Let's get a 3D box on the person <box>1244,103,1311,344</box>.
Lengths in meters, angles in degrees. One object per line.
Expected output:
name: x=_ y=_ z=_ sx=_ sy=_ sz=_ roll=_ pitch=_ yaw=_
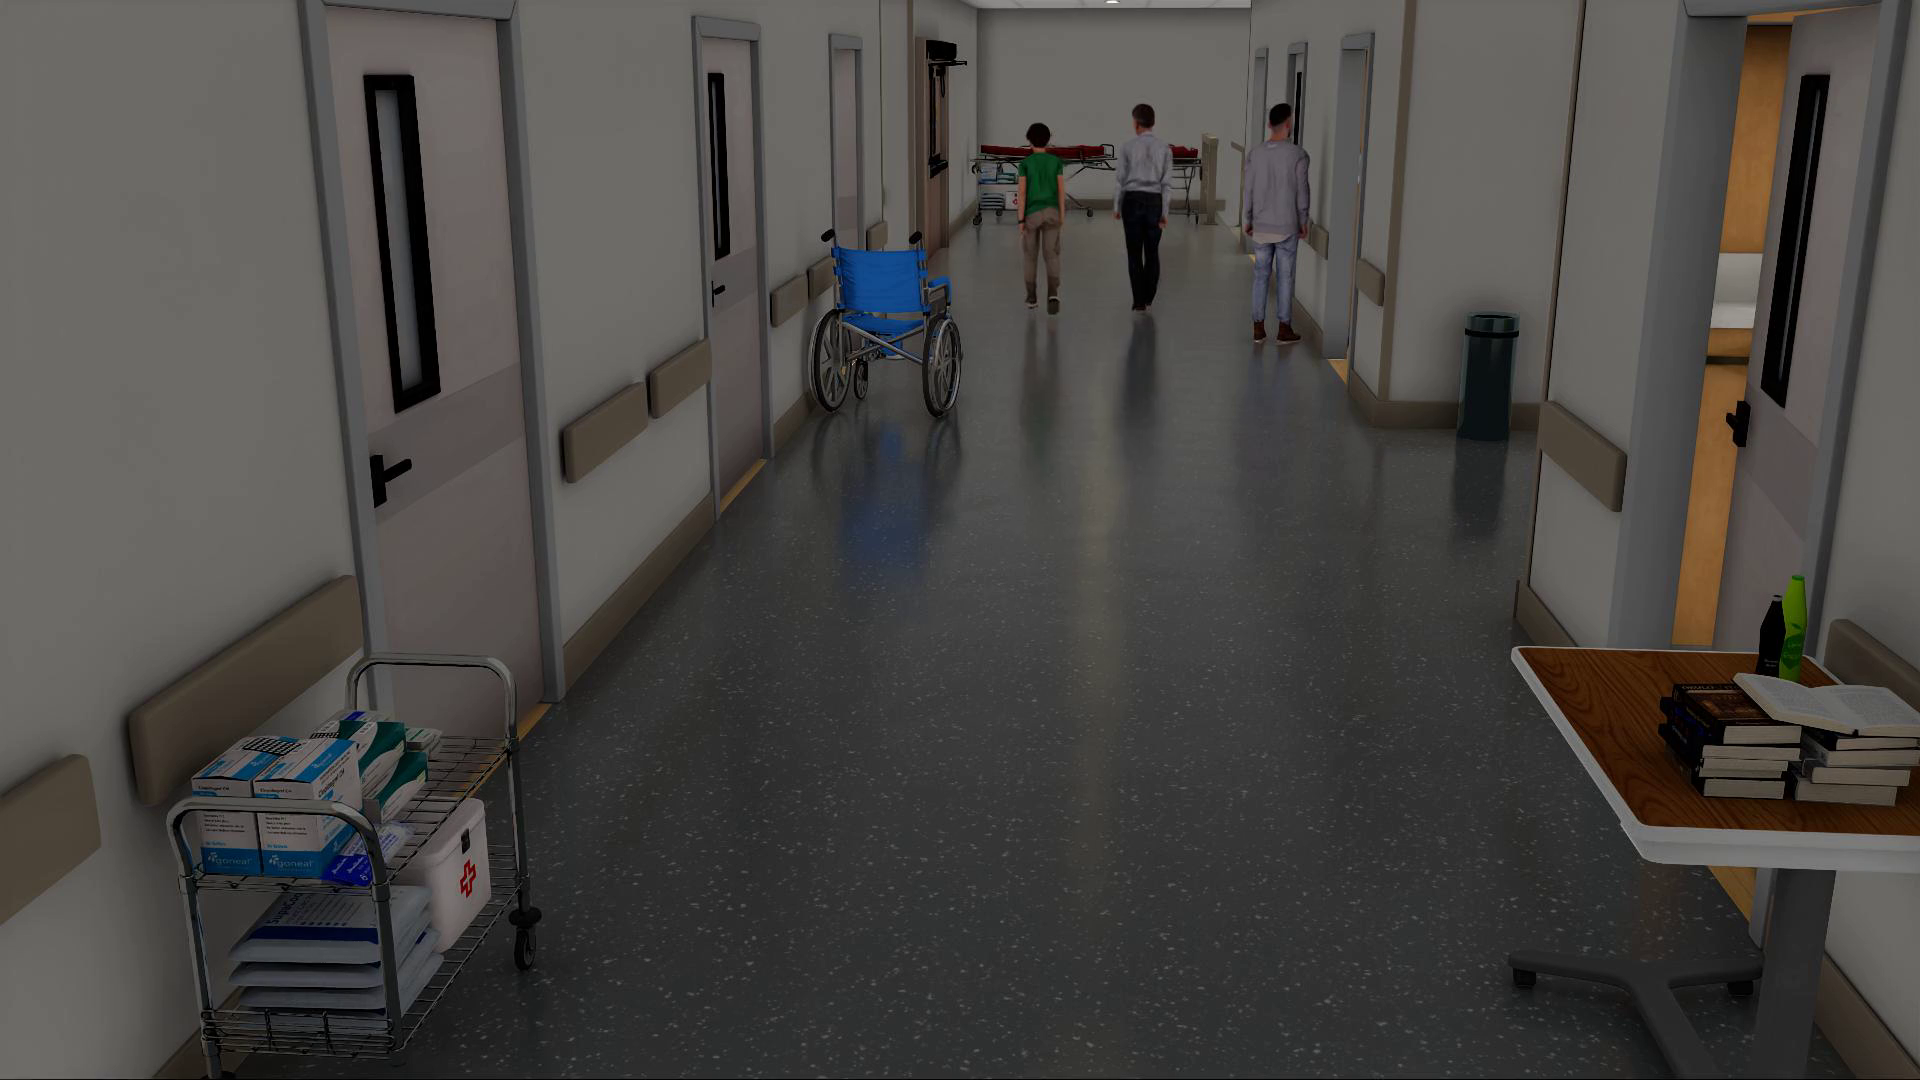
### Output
person: x=2.482 y=-2.482 z=13.043 sx=0.760 sy=1.837 sz=0.718 roll=8 pitch=18 yaw=27

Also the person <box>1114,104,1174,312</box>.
person: x=1.588 y=-2.844 z=14.453 sx=0.769 sy=1.768 sz=1.198 roll=-1 pitch=16 yaw=-2

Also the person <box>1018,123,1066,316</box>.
person: x=0.737 y=-2.774 z=14.465 sx=0.697 sy=1.626 sz=1.133 roll=-1 pitch=16 yaw=-3
